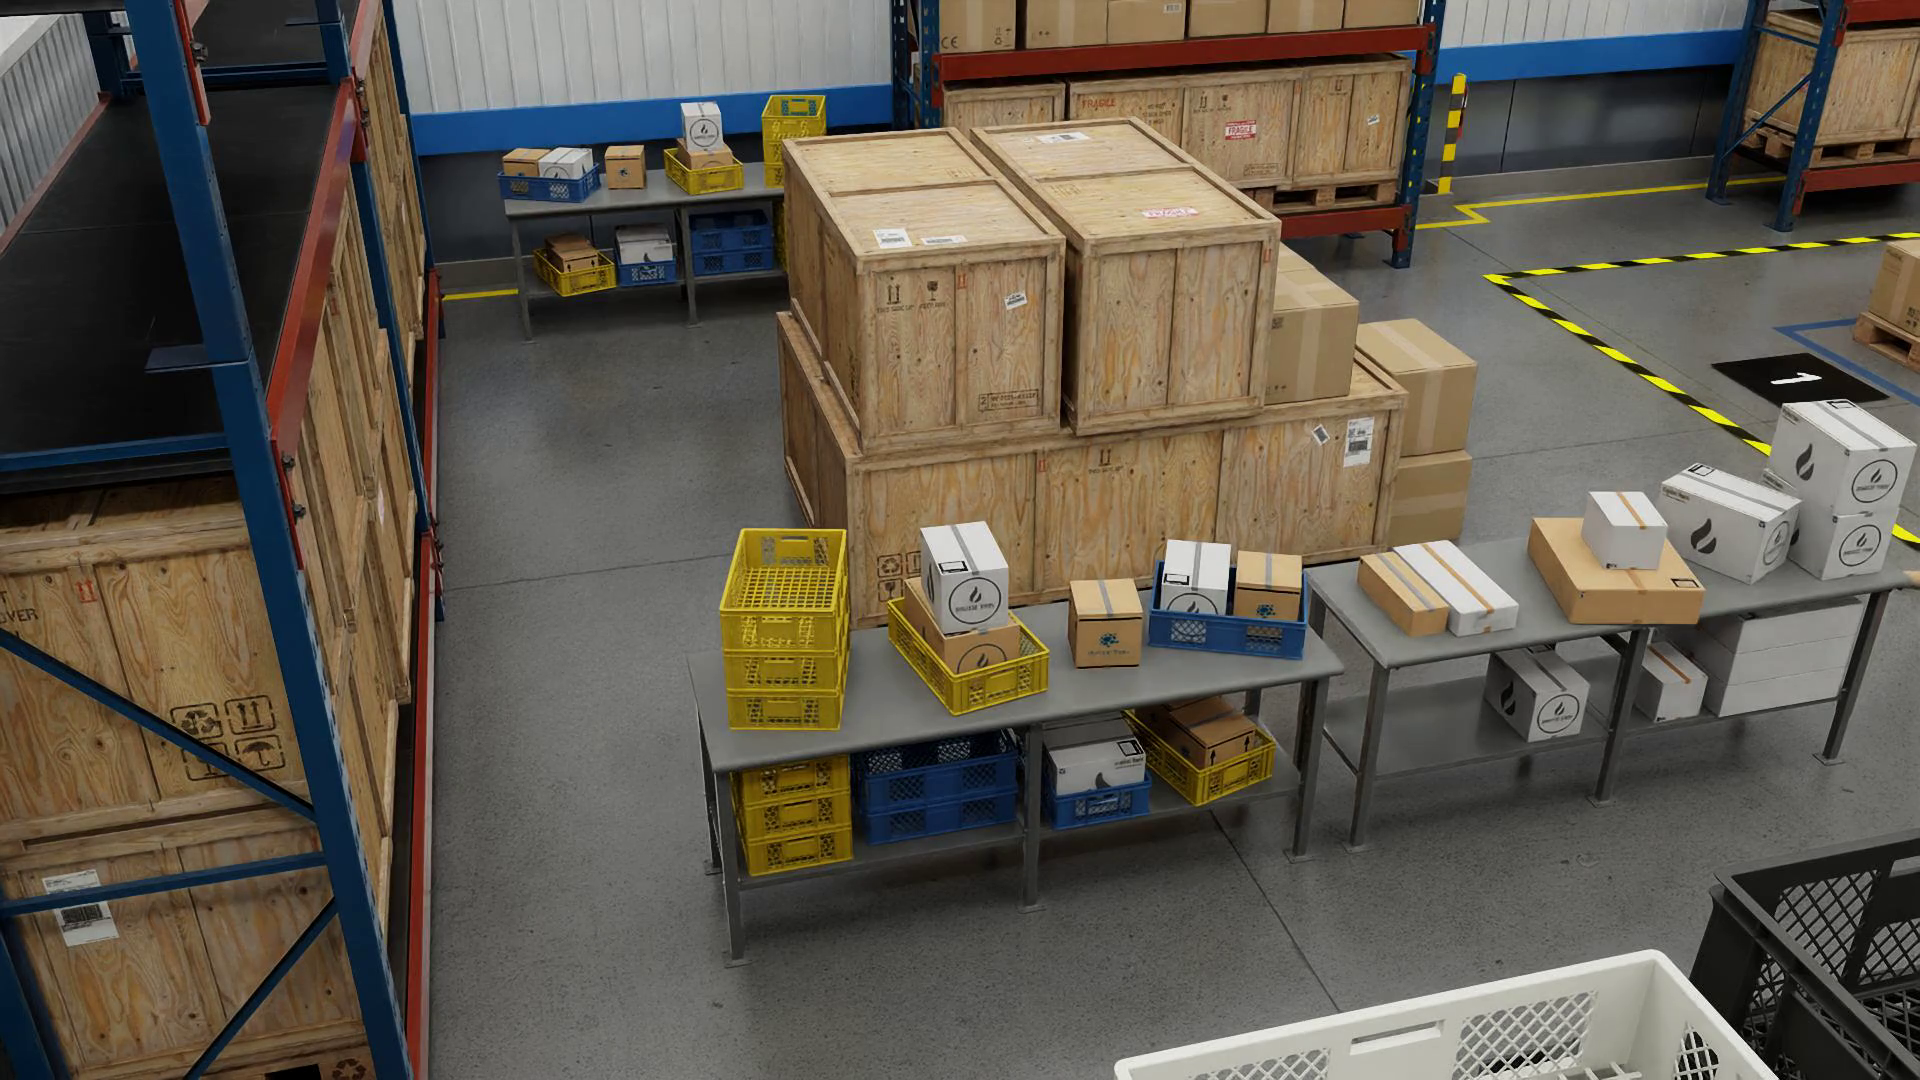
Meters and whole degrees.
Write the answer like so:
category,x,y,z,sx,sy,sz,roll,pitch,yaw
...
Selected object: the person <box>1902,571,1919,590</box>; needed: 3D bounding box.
category,x,y,z,sx,sy,sz,roll,pitch,yaw
person,5.200,-0.553,8.283,0.374,2.045,0.604,0,29,1
